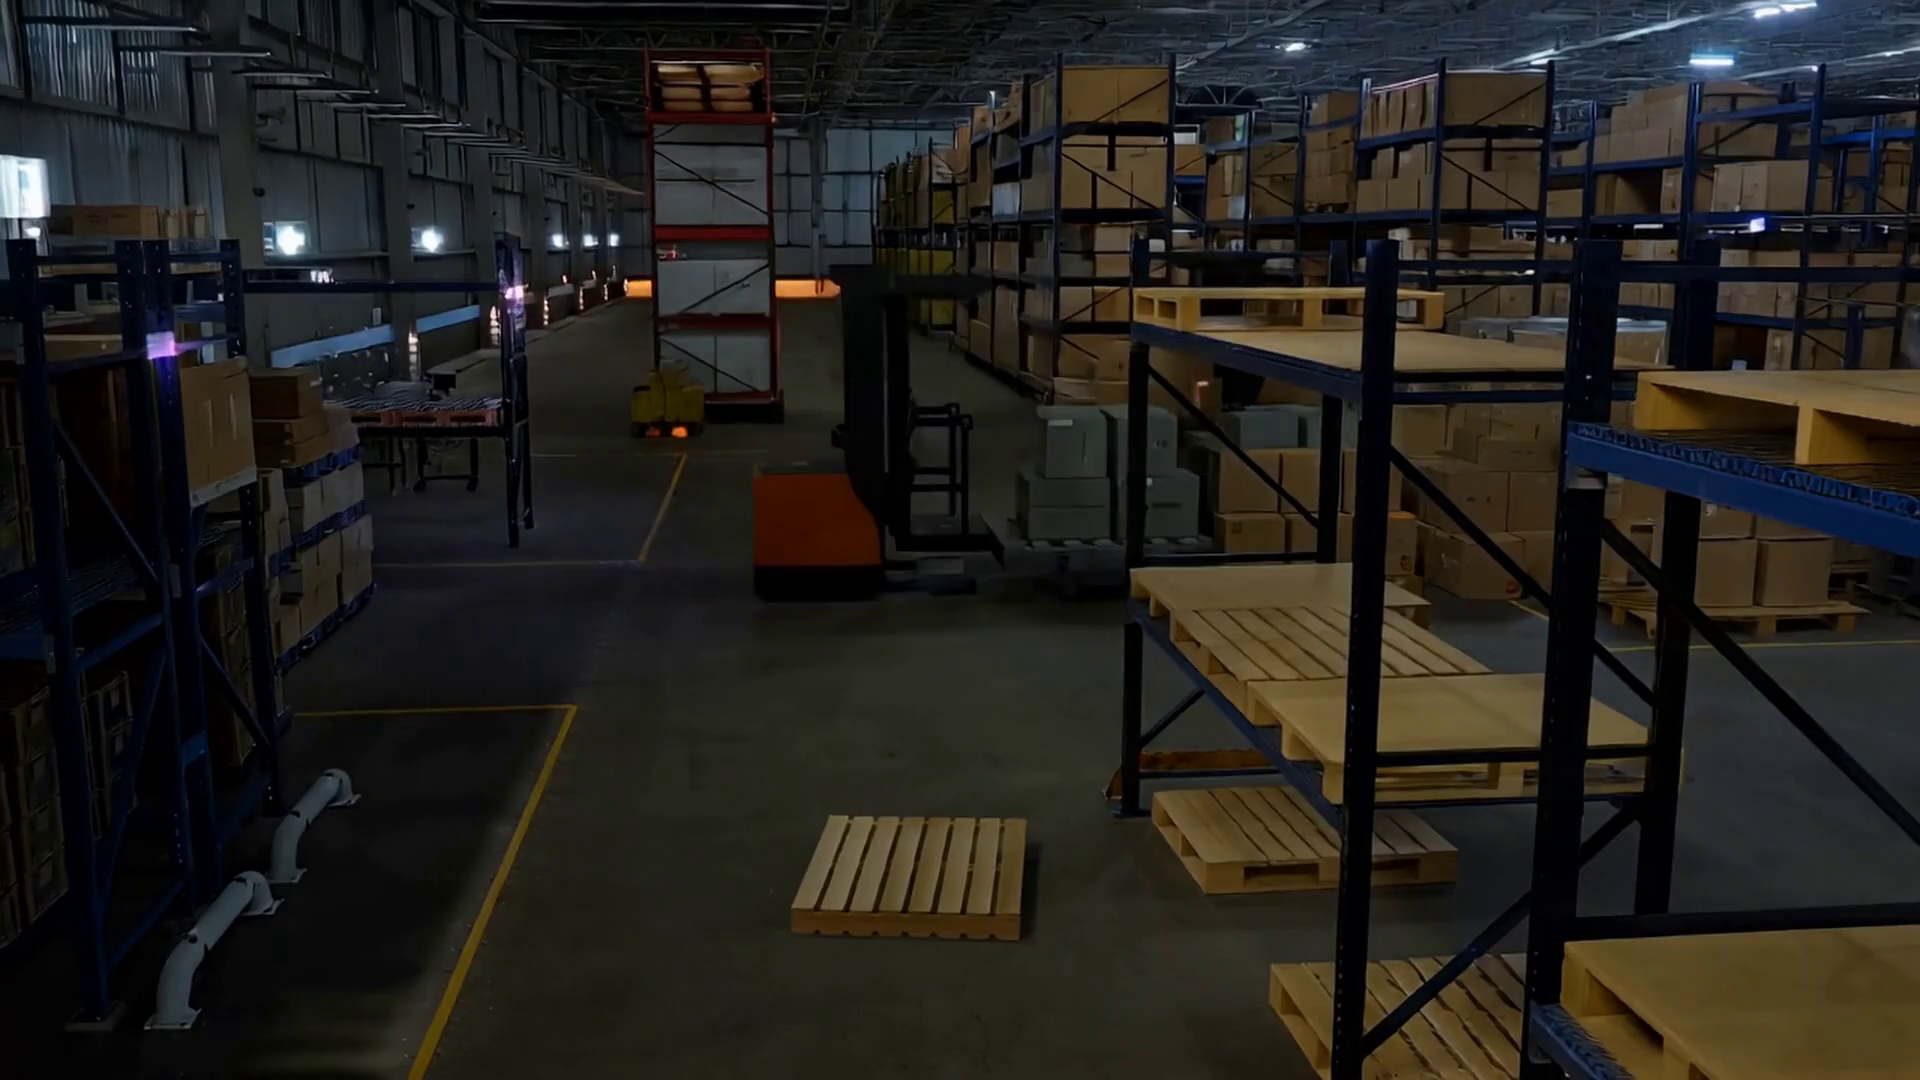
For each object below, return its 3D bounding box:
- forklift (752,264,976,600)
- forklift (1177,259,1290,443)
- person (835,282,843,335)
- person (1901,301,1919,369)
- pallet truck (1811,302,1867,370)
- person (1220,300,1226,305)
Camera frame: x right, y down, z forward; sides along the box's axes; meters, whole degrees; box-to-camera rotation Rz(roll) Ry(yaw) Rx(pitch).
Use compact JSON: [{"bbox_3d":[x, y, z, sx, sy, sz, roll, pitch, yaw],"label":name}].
[{"bbox_3d":[-0.853,-0.968,14.295,1.873,2.768,1.129,-1,10,-6],"label":"forklift"},{"bbox_3d":[4.049,-2.842,24.682,1.129,2.768,1.873,8,13,38],"label":"forklift"},{"bbox_3d":[-3.817,-7.521,53.523,0.429,1.835,0.632,-3,11,-15],"label":"person"},{"bbox_3d":[17.681,-3.437,30.641,0.658,1.919,0.431,2,10,8],"label":"person"},{"bbox_3d":[15.846,-3.142,28.793,1.885,1.965,0.823,2,10,12],"label":"pallet truck"},{"bbox_3d":[9.556,-8.796,60.787,0.334,1.764,0.532,8,13,38],"label":"person"}]
